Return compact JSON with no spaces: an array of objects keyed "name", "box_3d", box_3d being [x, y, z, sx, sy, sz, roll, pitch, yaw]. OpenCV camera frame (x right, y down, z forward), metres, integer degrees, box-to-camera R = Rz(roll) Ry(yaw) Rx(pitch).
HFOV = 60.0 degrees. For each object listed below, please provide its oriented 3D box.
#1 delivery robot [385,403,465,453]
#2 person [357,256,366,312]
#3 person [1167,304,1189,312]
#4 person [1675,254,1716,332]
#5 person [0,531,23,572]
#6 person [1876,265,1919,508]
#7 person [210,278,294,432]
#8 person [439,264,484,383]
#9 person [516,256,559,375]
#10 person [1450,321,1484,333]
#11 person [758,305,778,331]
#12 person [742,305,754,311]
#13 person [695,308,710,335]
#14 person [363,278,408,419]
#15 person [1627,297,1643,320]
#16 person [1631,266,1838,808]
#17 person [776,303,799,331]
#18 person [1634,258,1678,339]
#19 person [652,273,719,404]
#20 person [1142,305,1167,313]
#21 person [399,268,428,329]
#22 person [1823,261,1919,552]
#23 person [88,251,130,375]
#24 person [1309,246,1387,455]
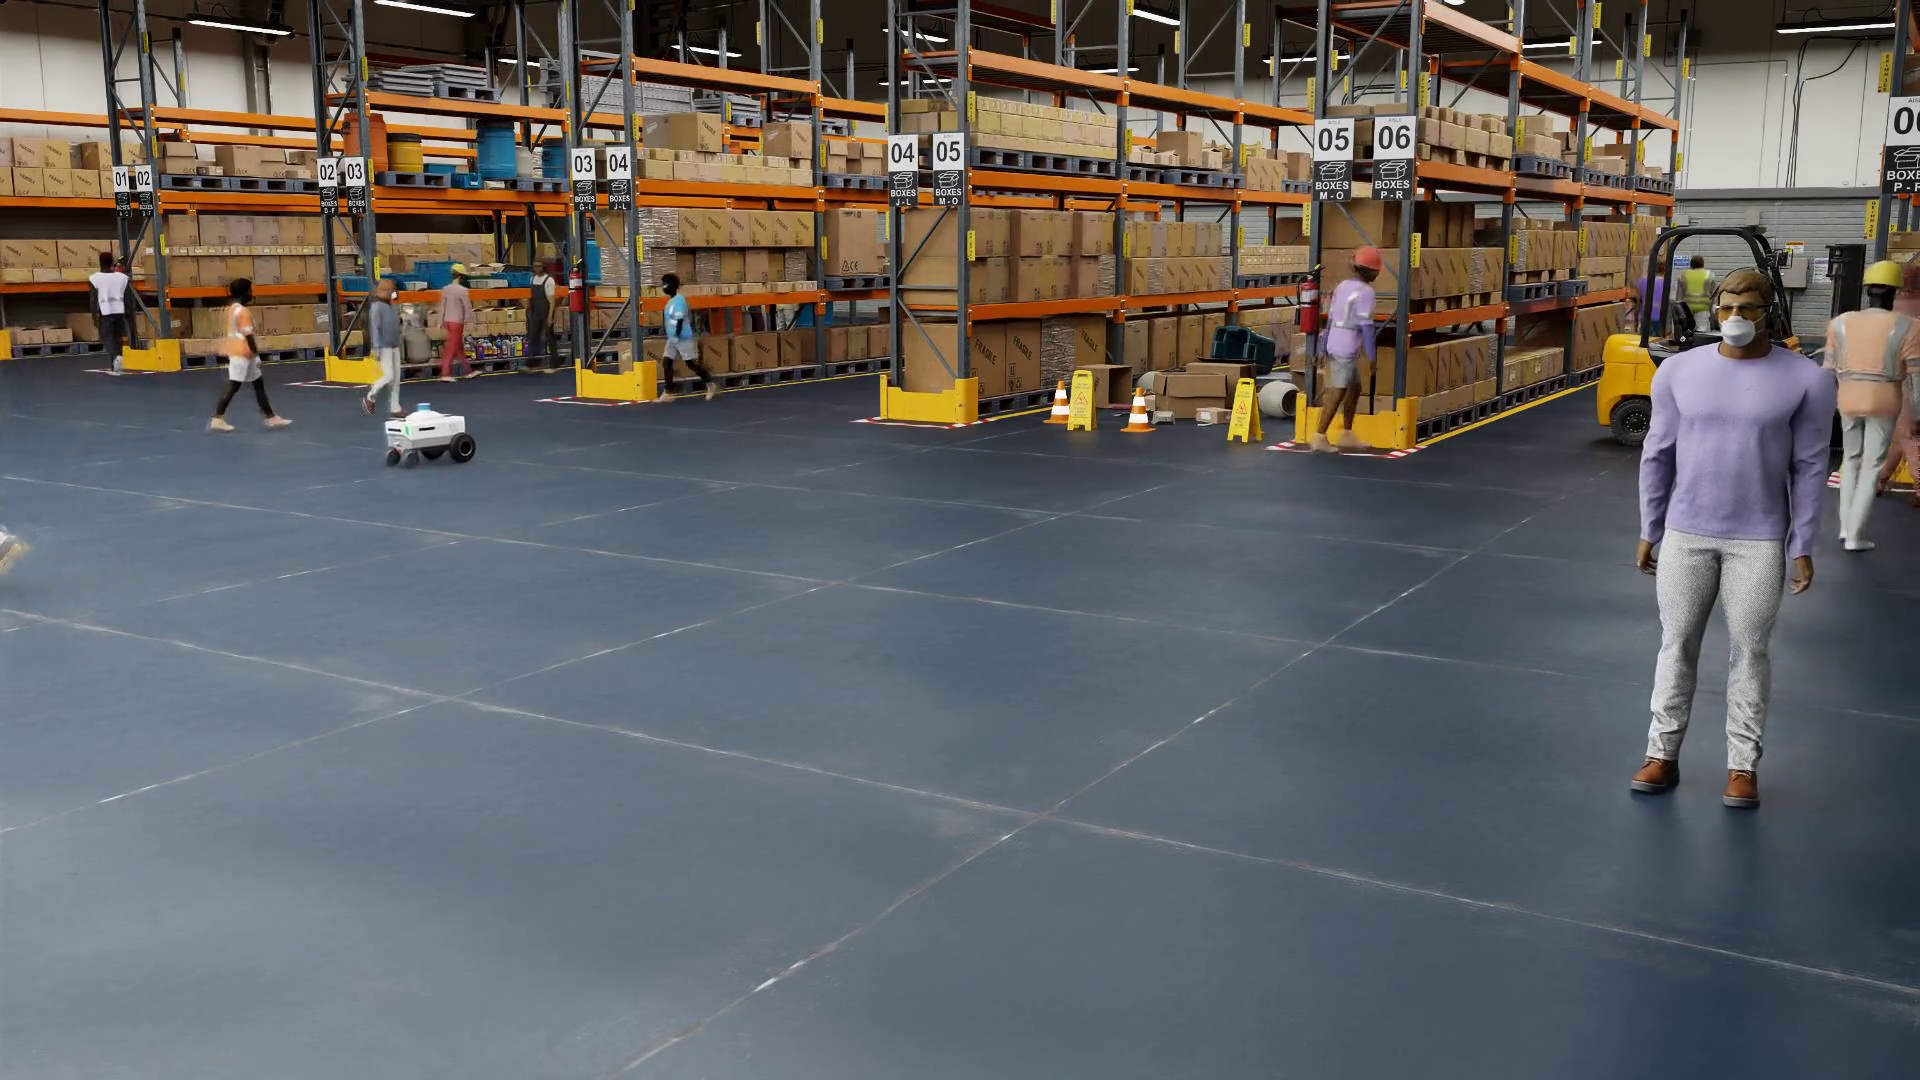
[{"name":"delivery robot","box_3d":[-4.900,-1.011,15.253,0.477,0.478,0.707,7,12,33]},{"name":"person","box_3d":[-11.352,-4.583,32.028,0.601,1.810,0.681,4,11,20]},{"name":"person","box_3d":[3.642,-3.868,27.996,0.505,1.826,0.897,7,12,35]},{"name":"person","box_3d":[12.641,-3.988,28.615,0.645,1.830,0.532,5,11,28]},{"name":"person","box_3d":[-5.875,-0.686,9.701,0.496,1.977,0.633,-2,10,-10]},{"name":"person","box_3d":[7.352,-1.195,12.924,0.659,1.855,0.942,-2,10,-12]},{"name":"person","box_3d":[-7.732,-1.995,17.947,0.864,1.652,0.544,-6,12,-31]},{"name":"person","box_3d":[-7.322,-3.176,24.394,0.534,1.721,0.869,8,13,39]},{"name":"person","box_3d":[-6.456,-3.424,25.494,0.537,1.812,0.787,6,12,29]},{"name":"person","box_3d":[9.790,-4.679,32.255,1.017,1.905,0.622,5,11,27]},{"name":"person","box_3d":[-3.419,-4.348,30.328,0.634,1.937,0.355,5,11,26]},{"name":"person","box_3d":[-4.407,-5.019,34.091,0.545,1.938,0.357,8,13,39]},{"name":"person","box_3d":[-5.592,-5.438,36.354,0.624,1.974,0.831,5,11,27]},{"name":"person","box_3d":[-6.605,-2.191,19.115,0.458,1.619,0.520,3,10,15]},{"name":"person","box_3d":[12.889,-4.542,31.431,0.634,1.935,1.088,-3,10,-15]},{"name":"person","box_3d":[2.770,-0.007,6.012,0.627,1.941,0.371,7,12,33]},{"name":"person","box_3d":[-3.030,-4.086,29.155,0.591,1.834,0.404,9,13,40]},{"name":"person","box_3d":[10.064,-3.179,24.129,0.572,1.820,0.853,6,12,32]},{"name":"person","box_3d":[-3.505,-2.563,21.118,0.836,1.657,0.530,-7,12,-33]},{"name":"person","box_3d":[3.771,-4.739,32.234,0.689,2.000,0.537,5,11,25]},{"name":"person","box_3d":[-8.796,-3.564,26.799,0.547,1.623,0.377,5,11,24]},{"name":"person","box_3d":[6.072,-0.879,10.998,0.705,1.905,0.603,-8,13,-38]},{"name":"person","box_3d":[-12.920,-3.438,25.345,0.618,1.902,0.595,9,14,42]},{"name":"person","box_3d":[3.722,-1.798,15.878,0.814,1.988,0.624,-2,10,-10]}]
